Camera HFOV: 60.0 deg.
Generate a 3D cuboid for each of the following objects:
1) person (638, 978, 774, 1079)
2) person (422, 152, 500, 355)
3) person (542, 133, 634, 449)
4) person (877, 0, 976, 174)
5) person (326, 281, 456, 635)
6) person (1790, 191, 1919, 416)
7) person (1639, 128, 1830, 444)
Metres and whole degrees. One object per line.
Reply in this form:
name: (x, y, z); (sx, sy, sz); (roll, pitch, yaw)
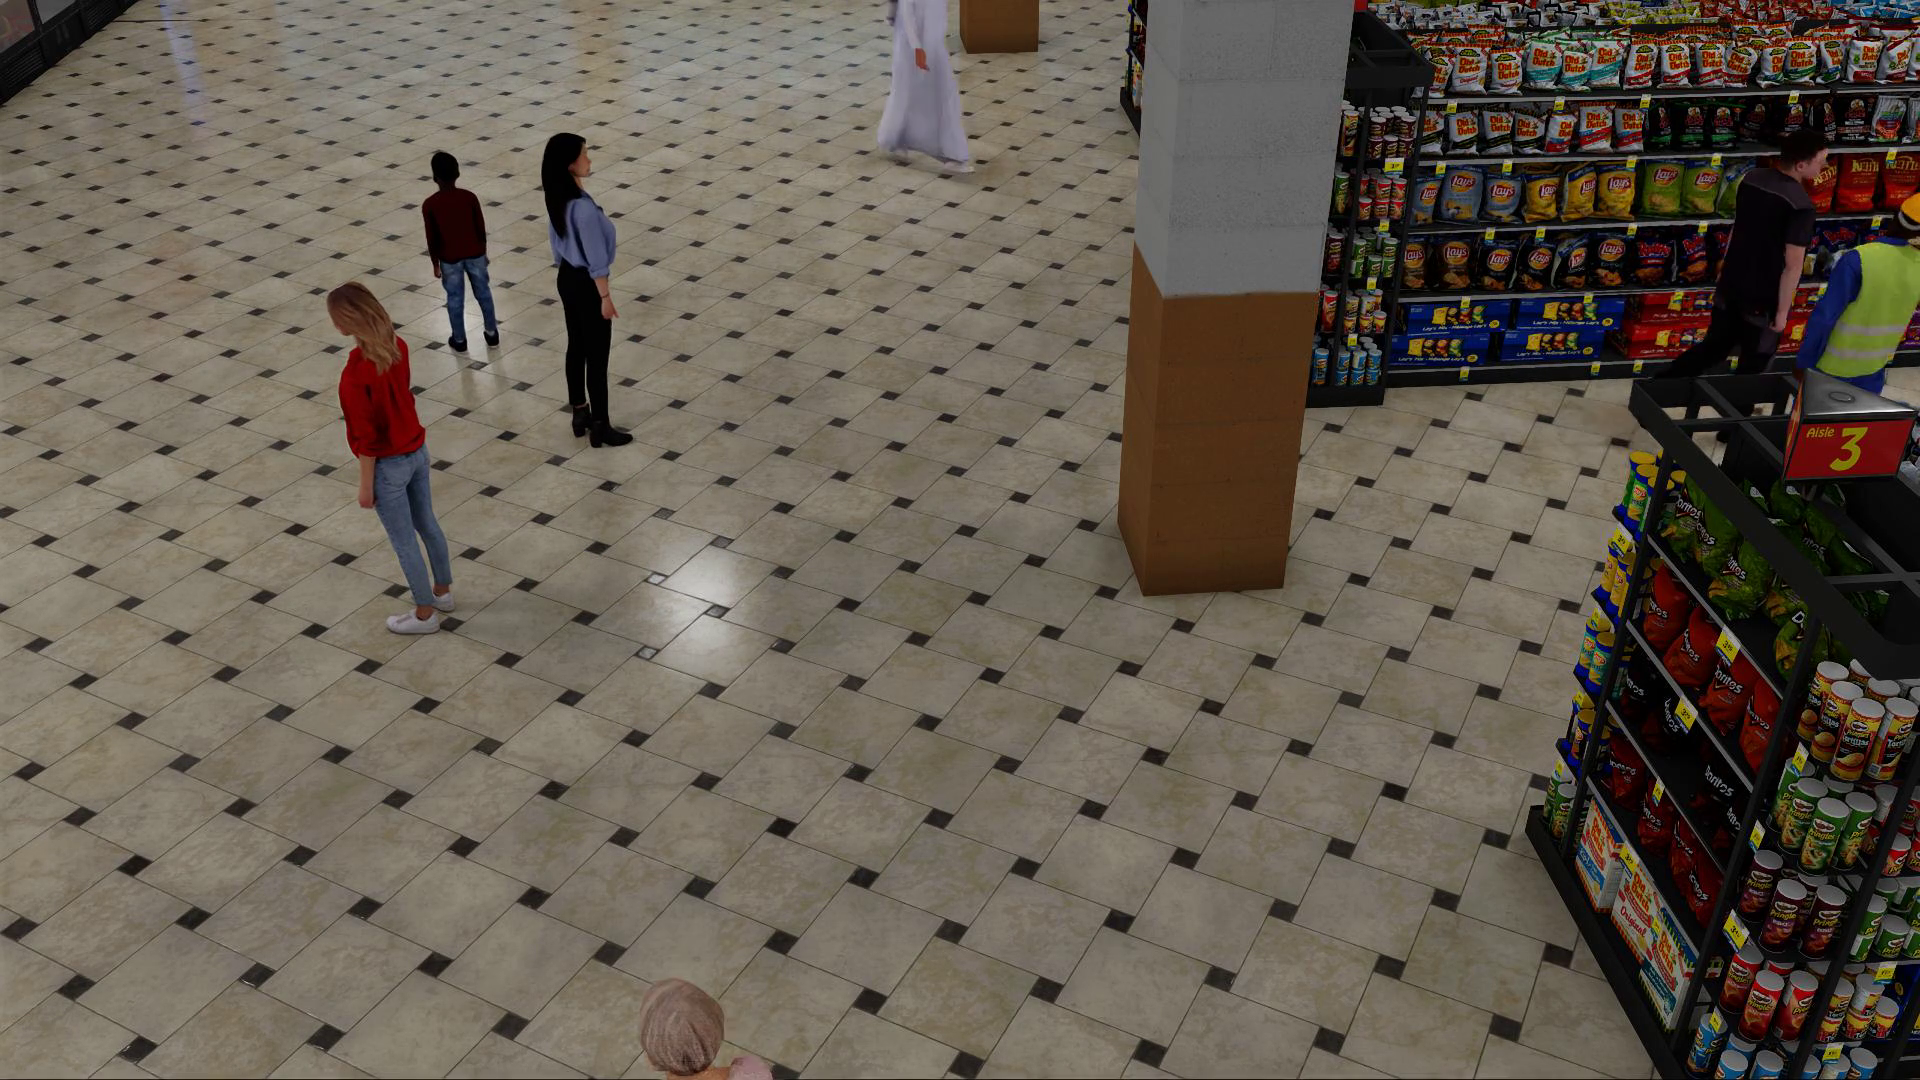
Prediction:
person: (-0.545, 1.760, 4.068); (0.999, 1.668, 0.902); (-19, 36, -27)
person: (-3.021, -1.736, 10.078); (0.519, 1.255, 0.627); (-15, 35, -22)
person: (-2.031, -1.333, 8.973); (0.740, 1.738, 0.733); (-23, 38, -32)
person: (-0.369, -3.783, 12.793); (1.307, 1.863, 1.186); (-23, 38, -32)
person: (-2.523, -0.348, 7.421); (0.616, 1.705, 0.673); (7, 33, 11)
person: (4.322, -0.867, 8.189); (0.737, 1.775, 0.935); (-18, 36, -26)
person: (4.128, -1.284, 8.820); (1.120, 1.817, 0.838); (-9, 33, -14)
